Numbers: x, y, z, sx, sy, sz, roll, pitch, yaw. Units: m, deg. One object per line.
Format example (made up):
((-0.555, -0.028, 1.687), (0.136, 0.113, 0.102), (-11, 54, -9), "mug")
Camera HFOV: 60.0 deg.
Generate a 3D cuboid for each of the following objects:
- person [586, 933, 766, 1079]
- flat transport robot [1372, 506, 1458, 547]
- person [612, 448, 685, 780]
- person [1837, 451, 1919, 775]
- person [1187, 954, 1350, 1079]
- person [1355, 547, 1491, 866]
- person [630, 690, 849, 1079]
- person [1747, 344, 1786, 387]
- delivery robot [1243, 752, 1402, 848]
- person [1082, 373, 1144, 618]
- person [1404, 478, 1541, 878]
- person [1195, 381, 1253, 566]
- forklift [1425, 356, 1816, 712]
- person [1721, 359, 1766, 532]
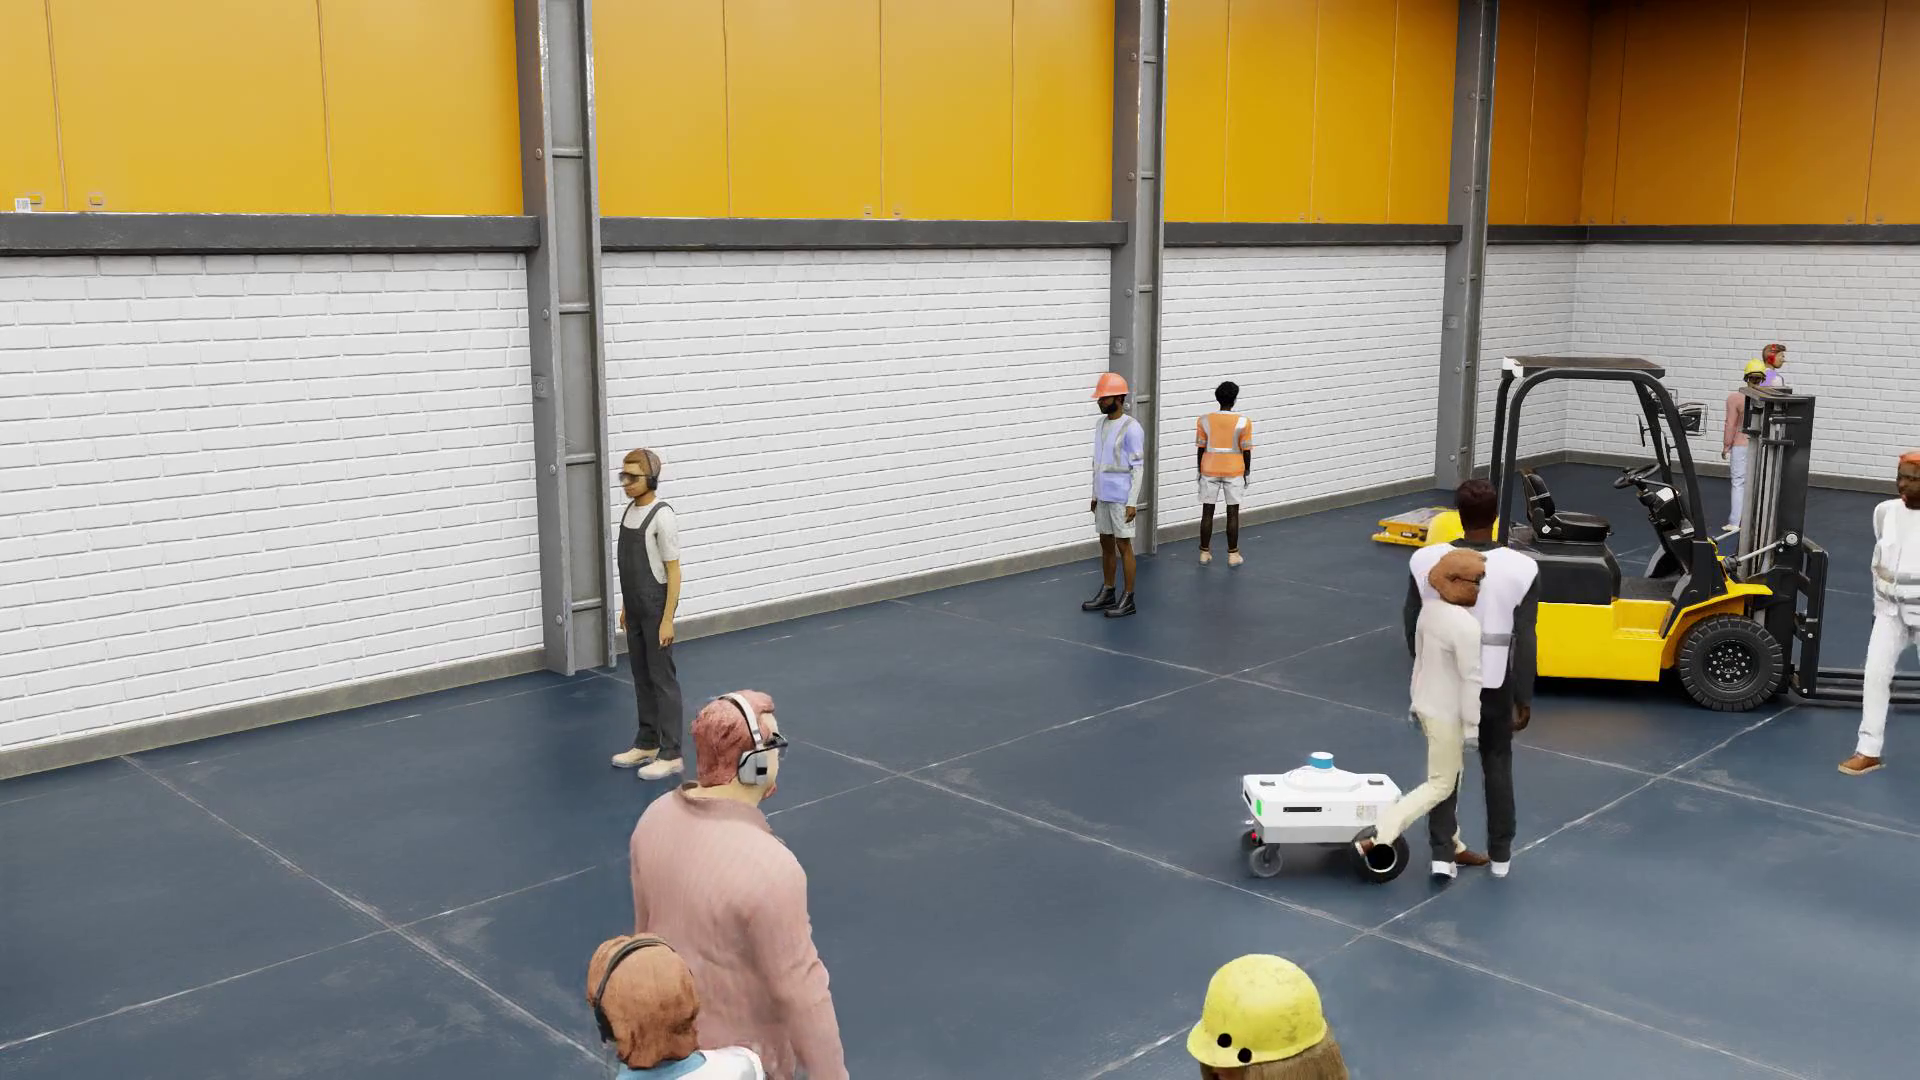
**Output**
((-0.601, 1.590, 3.373), (0.522, 1.636, 0.309), (-9, 14, -41), "person")
((4.720, -0.139, 16.529), (0.652, 0.197, 1.431), (9, 13, 40), "flat transport robot")
((-1.745, 0.405, 9.268), (0.332, 1.845, 0.516), (-8, 13, -39), "person")
((5.430, 0.397, 9.350), (0.945, 1.848, 0.588), (-5, 11, -24), "person")
((0.626, 1.584, 3.156), (0.469, 1.723, 0.502), (-4, 11, -21), "person")
((2.185, 0.810, 7.722), (0.700, 1.602, 0.519), (-2, 11, -9), "person")
((-0.548, 1.302, 4.348), (0.989, 1.851, 0.668), (-8, 13, -37), "person")
((8.712, -1.211, 18.089), (0.390, 1.841, 0.564), (-1, 10, -5), "person")
((1.713, 1.253, 7.911), (0.707, 0.478, 0.477), (0, 10, -1), "delivery robot")
((1.199, -0.354, 13.157), (0.373, 1.934, 0.551), (-6, 12, -31), "person")
((2.371, 0.657, 7.772), (0.607, 1.890, 0.642), (4, 11, 21), "person")
((2.409, -0.603, 15.192), (0.532, 1.690, 0.319), (4, 11, 20), "person")
((4.276, -0.101, 11.076), (2.313, 2.155, 1.214), (2, 11, 13), "forklift")
((7.981, -0.942, 16.830), (0.526, 1.768, 0.331), (1, 10, 7), "person")
